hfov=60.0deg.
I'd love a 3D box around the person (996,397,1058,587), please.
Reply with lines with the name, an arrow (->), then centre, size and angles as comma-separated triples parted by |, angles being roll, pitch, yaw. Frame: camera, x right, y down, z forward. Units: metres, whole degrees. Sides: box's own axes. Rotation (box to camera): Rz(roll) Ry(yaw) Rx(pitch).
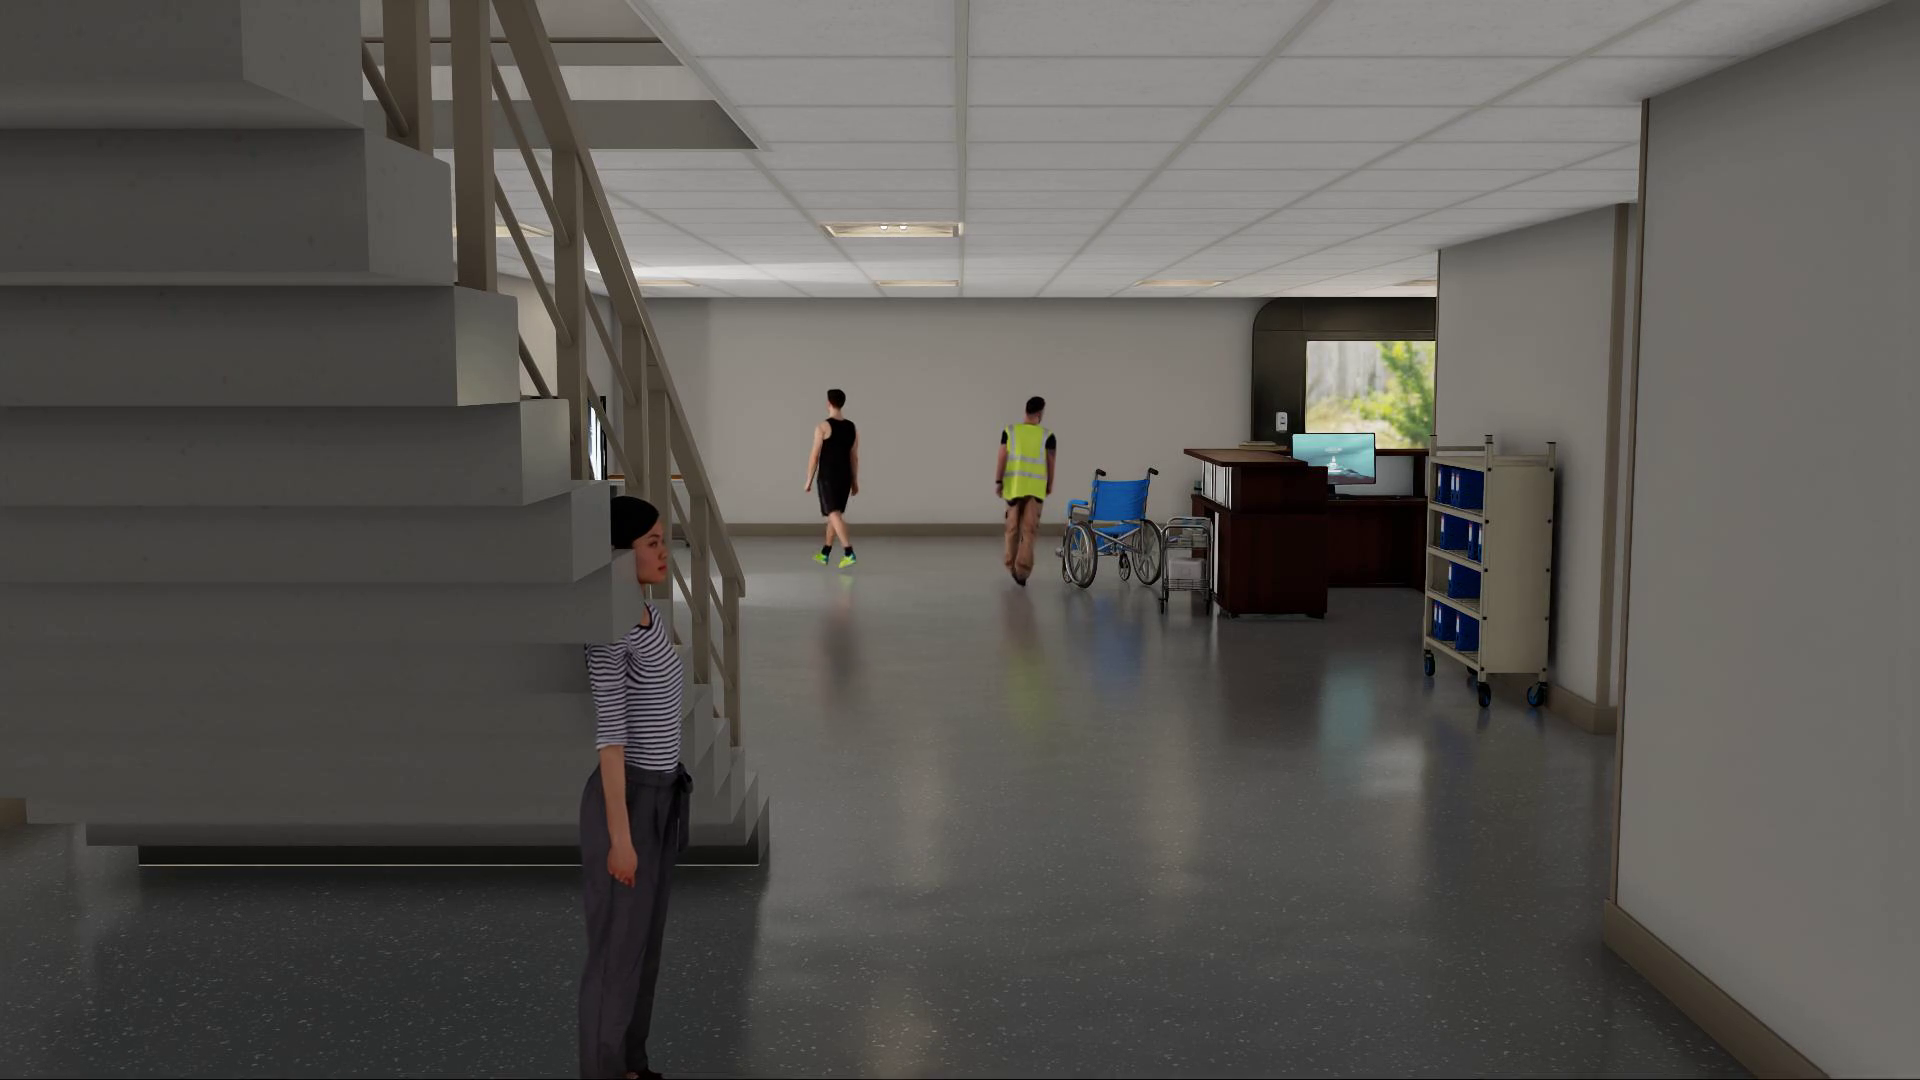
person -> 0.630, -0.444, 15.956 | 0.827, 1.794, 1.116 | 0, 6, 4

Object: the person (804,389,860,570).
person -> -1.265, -0.595, 17.178 | 1.139, 1.851, 1.255 | -5, 7, -39

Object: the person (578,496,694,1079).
person -> -0.906, 0.741, 4.488 | 0.660, 1.733, 0.459 | 0, 6, 3
